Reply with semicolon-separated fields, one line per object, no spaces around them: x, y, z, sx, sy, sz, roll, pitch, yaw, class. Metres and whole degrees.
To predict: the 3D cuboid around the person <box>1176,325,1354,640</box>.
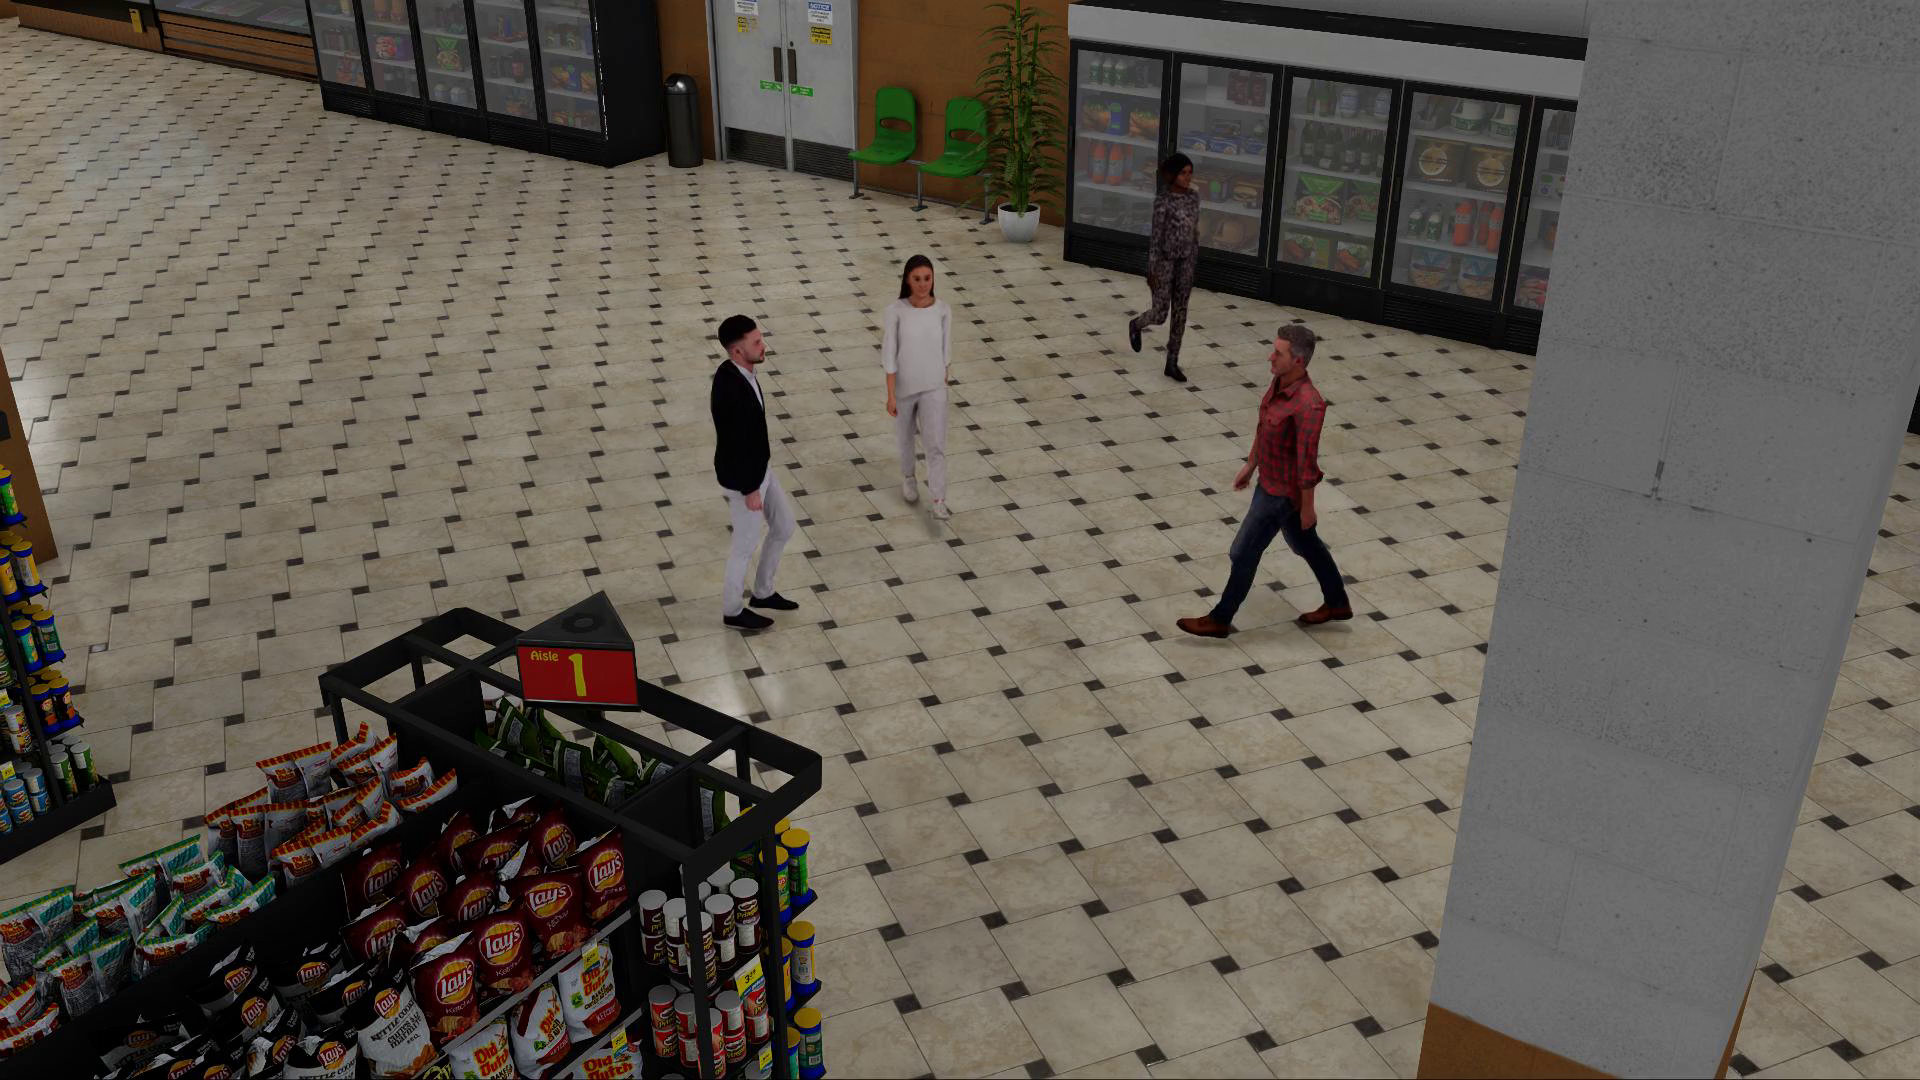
1.826;-0.272;8.890;1.191;1.781;1.269;1;27;1;person

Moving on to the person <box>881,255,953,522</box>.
-0.294;-0.977;10.422;1.008;1.653;1.071;-4;27;-8;person

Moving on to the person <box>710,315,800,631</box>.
-1.251;-0.340;8.975;0.872;1.825;0.780;0;27;1;person

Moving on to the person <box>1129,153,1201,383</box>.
1.551;-2.061;12.504;0.934;1.703;0.883;-14;30;-25;person
